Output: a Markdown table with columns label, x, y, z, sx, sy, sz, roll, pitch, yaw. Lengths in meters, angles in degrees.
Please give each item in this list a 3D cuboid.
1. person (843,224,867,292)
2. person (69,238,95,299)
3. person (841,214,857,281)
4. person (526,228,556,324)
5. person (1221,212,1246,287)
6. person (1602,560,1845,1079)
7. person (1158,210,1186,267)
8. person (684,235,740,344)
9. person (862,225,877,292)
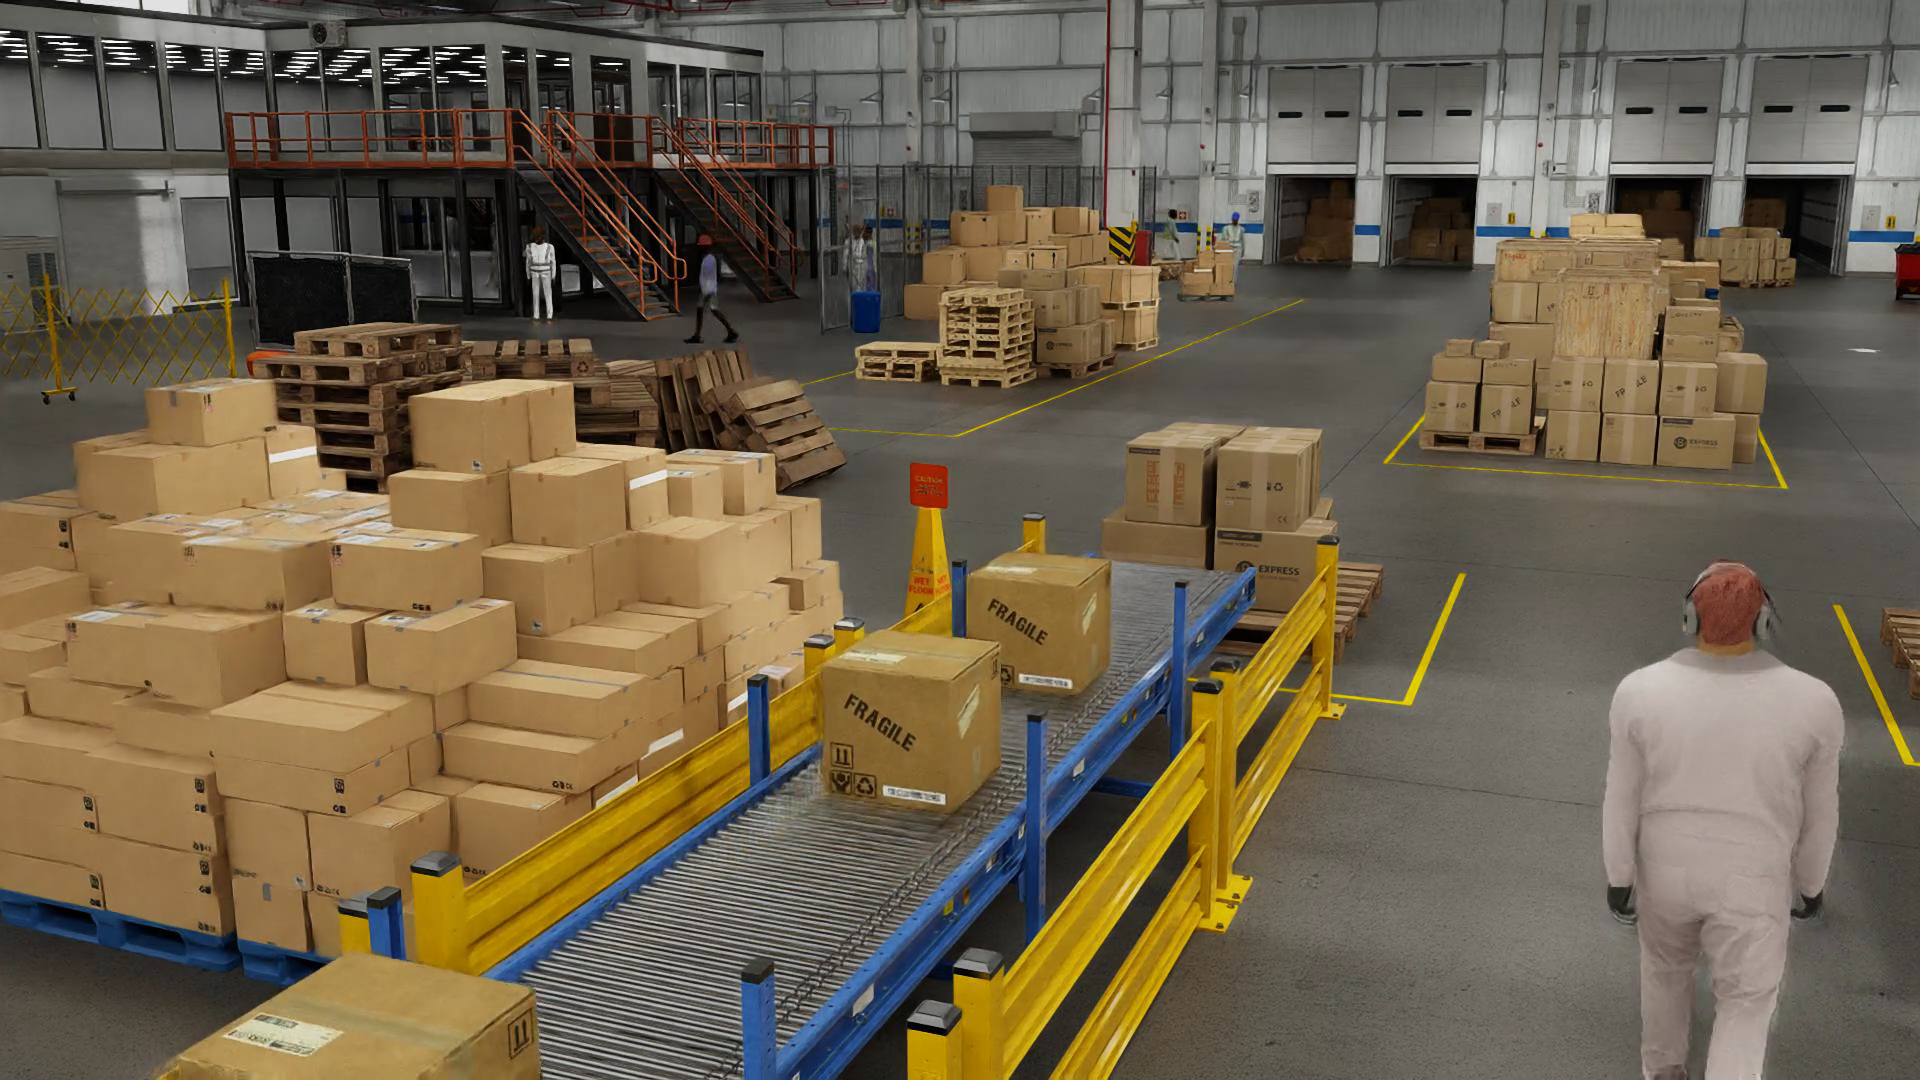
| label | x | y | z | sx | sy | sz | roll | pitch | yaw |
| --- | --- | --- | --- | --- | --- | --- | --- | --- | --- |
| person | -2.218 | -5.902 | 35.979 | 0.582 | 1.863 | 0.800 | 2 | 13 | 9 |
| person | -19.786 | -6.232 | 37.445 | 0.659 | 1.860 | 0.980 | 0 | 13 | -1 |
| person | -3.002 | -8.022 | 45.593 | 0.524 | 1.800 | 0.968 | 1 | 13 | 6 |
| person | -8.237 | -5.186 | 32.703 | 0.578 | 1.882 | 0.346 | 0 | 13 | 1 |
| person | 7.049 | -7.461 | 42.803 | 0.644 | 1.923 | 0.658 | 0 | 13 | -1 |
| person | 2.251 | 0.994 | 4.983 | 0.638 | 1.881 | 0.858 | 7 | 14 | 29 |
| person | 6.536 | -9.313 | 51.457 | 0.999 | 1.787 | 0.605 | 4 | 13 | 18 |
| person | -4.333 | -4.368 | 29.005 | 0.949 | 1.901 | 0.553 | -3 | 13 | -15 |
| person | -1.812 | -5.444 | 33.806 | 0.397 | 1.911 | 0.587 | 0 | 13 | 2 |
